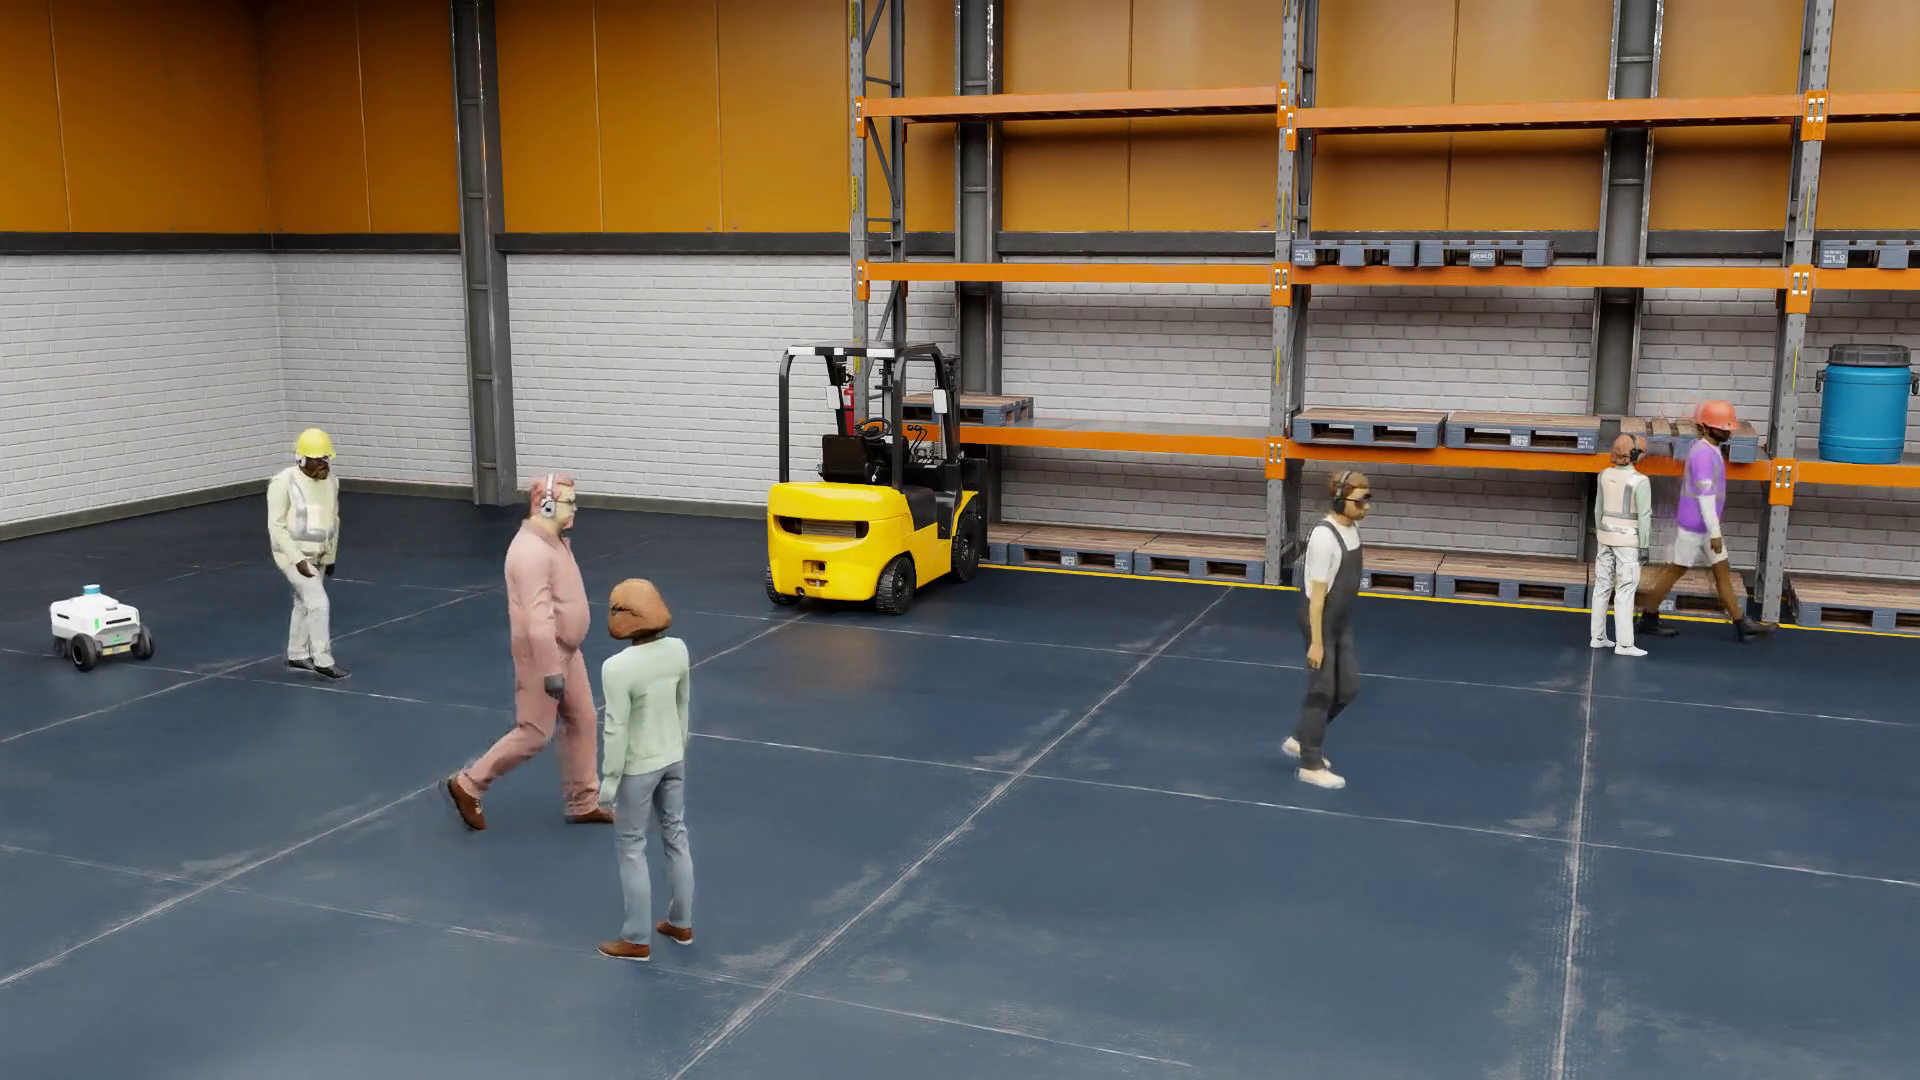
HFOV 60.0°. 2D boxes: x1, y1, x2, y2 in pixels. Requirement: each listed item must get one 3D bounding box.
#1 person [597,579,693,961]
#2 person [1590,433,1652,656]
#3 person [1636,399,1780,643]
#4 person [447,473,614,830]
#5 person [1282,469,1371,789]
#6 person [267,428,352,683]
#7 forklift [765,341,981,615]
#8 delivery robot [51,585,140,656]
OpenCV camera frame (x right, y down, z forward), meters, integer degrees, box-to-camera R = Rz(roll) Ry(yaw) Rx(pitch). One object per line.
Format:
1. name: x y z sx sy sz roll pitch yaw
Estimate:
1. person: -1.357 0.970 7.074 0.340 1.628 0.537 6 12 31
2. person: 4.867 0.035 12.240 0.309 1.641 0.515 -4 11 -22
3. person: 5.647 -0.131 12.528 1.028 1.862 0.556 6 12 31
4. person: -2.180 0.585 8.525 0.842 1.873 0.631 0 10 1
5. person: 2.038 0.494 9.200 0.480 1.816 0.534 7 13 36
6. person: -4.476 0.113 11.444 0.754 1.767 0.607 3 11 19
7. forklift: -0.739 -0.602 14.246 1.214 2.155 2.313 4 11 21
8. delivery robot: -6.260 0.568 12.032 0.707 0.478 0.477 8 13 36
